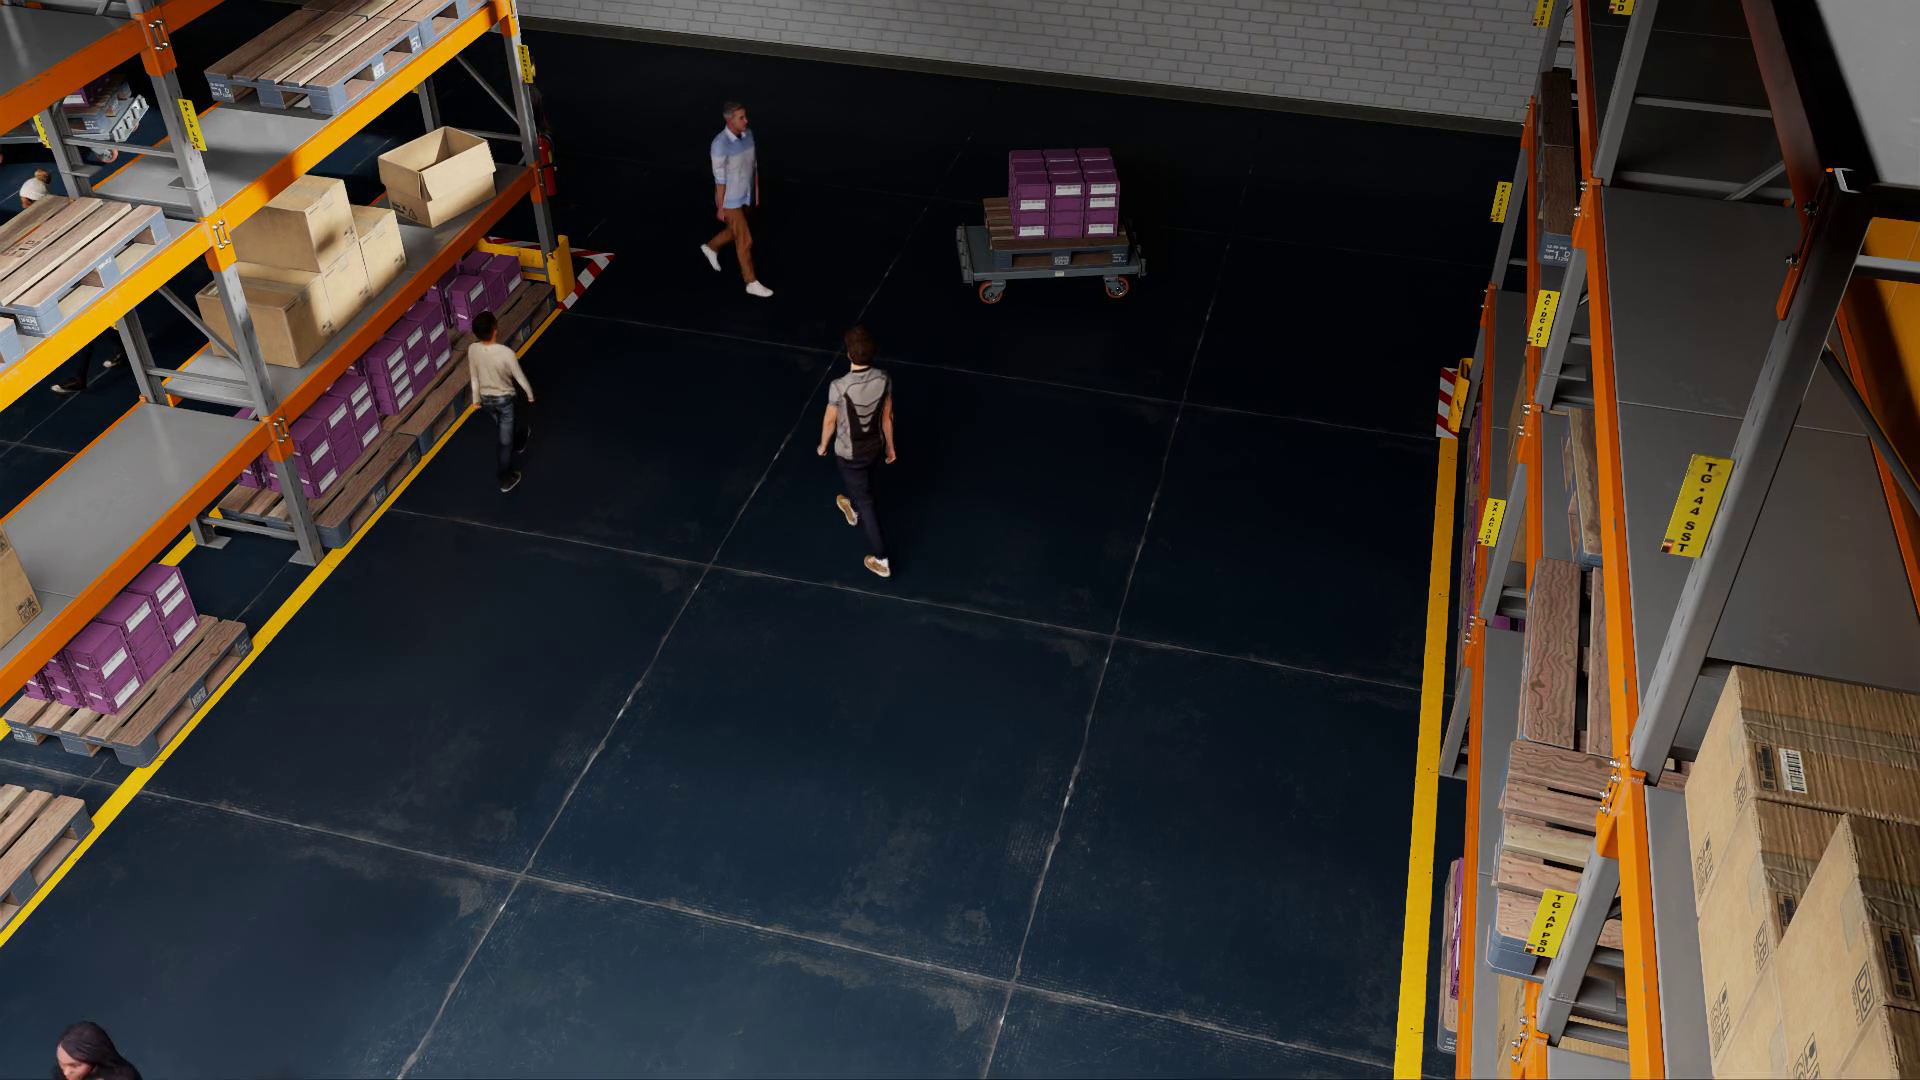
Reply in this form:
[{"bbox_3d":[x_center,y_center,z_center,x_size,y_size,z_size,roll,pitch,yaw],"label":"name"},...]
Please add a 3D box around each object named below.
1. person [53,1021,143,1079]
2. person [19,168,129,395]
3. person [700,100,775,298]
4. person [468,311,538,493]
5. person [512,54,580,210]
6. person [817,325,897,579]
[{"bbox_3d":[-3.732,2.702,7.645,0.639,1.679,1.114,11,40,14],"label":"person"},{"bbox_3d":[-7.188,-2.183,13.620,0.918,1.855,1.188,23,44,26],"label":"person"},{"bbox_3d":[-2.060,-3.057,14.760,0.923,1.799,1.107,19,42,22],"label":"person"},{"bbox_3d":[-3.490,-1.004,12.478,0.584,1.437,0.920,8,39,10],"label":"person"},{"bbox_3d":[-4.217,-3.905,15.963,0.826,1.623,0.849,-4,39,-5],"label":"person"},{"bbox_3d":[-0.659,-0.578,11.618,1.187,1.847,1.212,-21,43,-24],"label":"person"}]
